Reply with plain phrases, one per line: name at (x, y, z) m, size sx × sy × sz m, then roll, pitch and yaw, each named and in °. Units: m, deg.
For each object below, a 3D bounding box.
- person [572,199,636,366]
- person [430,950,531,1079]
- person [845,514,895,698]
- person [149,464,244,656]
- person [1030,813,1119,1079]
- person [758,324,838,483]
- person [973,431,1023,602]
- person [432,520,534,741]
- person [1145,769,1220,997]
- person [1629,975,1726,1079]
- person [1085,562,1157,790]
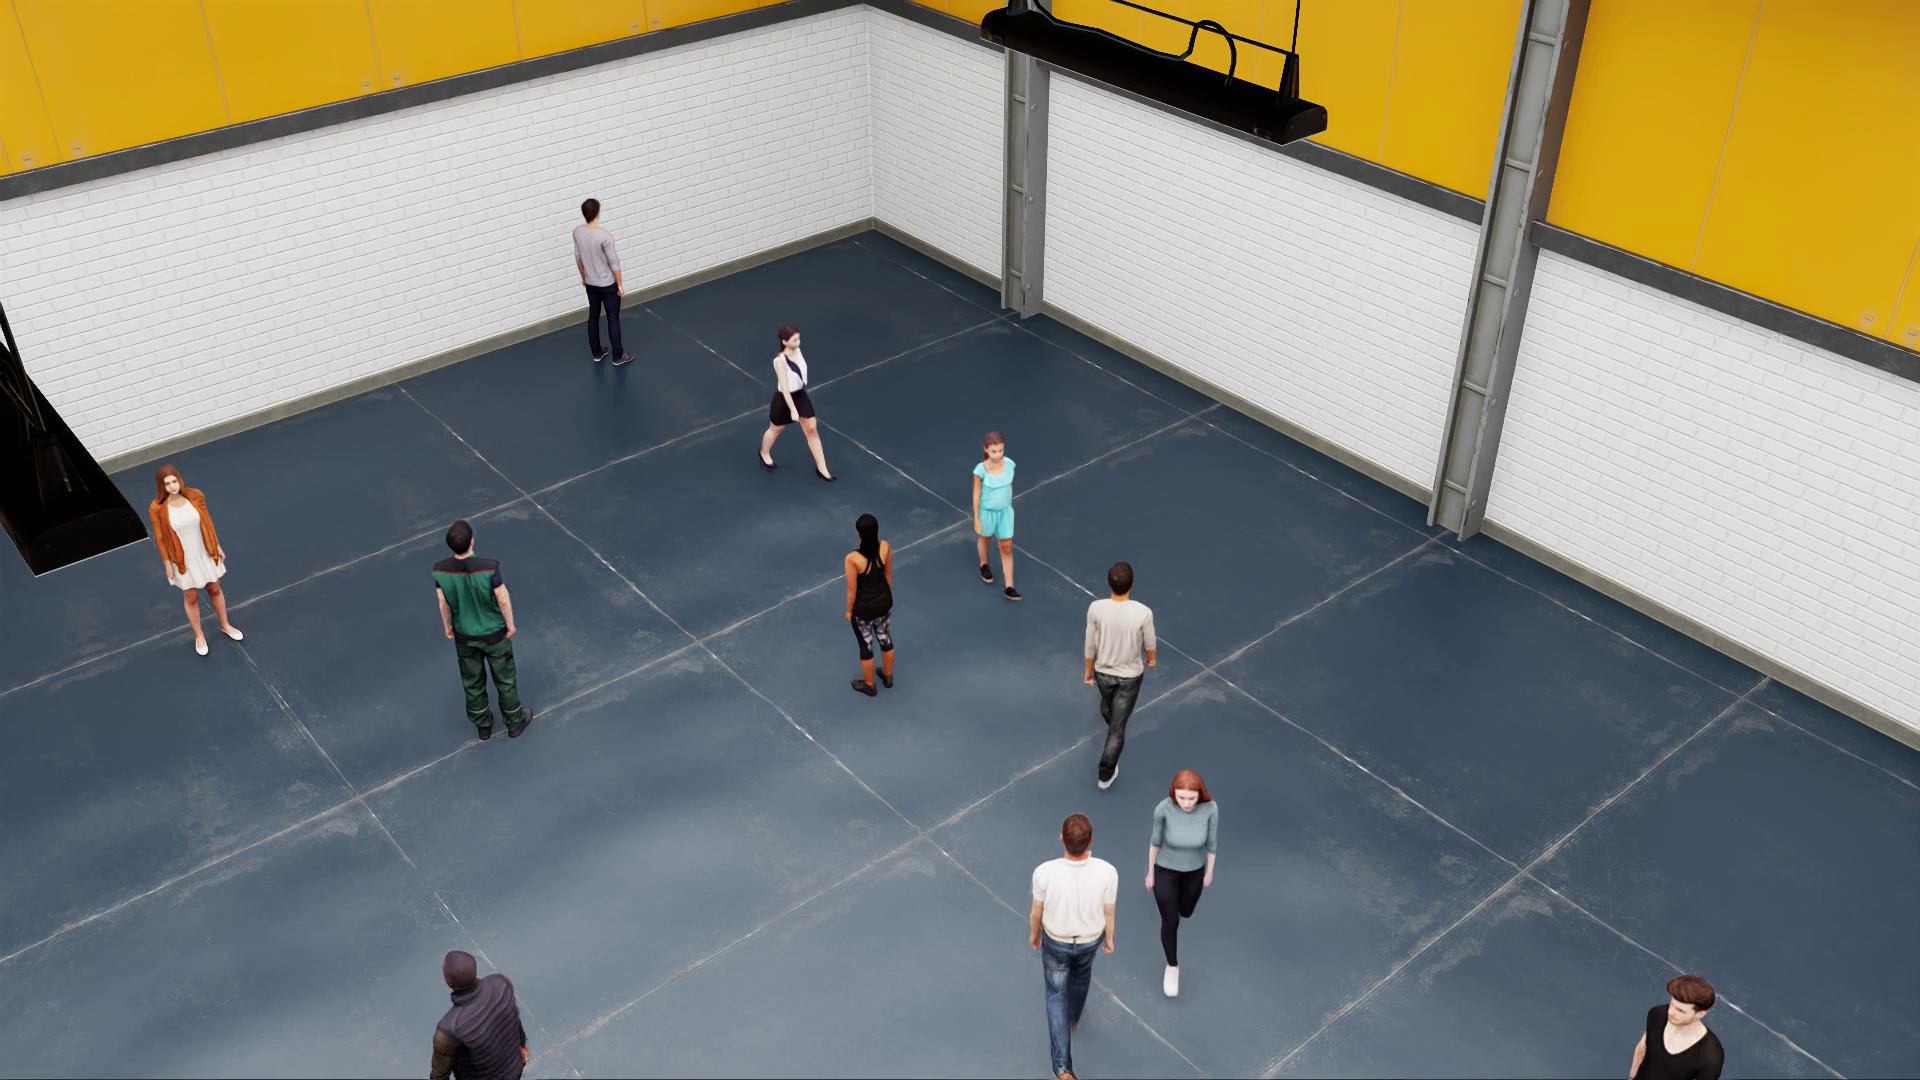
person at (-3.826, -2.749, 17.672) m, size 0.637 × 1.843 × 0.798 m, roll 14°, pitch 36°, yaw 20°
person at (-2.504, 2.968, 9.092) m, size 0.864 × 1.820 × 0.849 m, roll 11°, pitch 35°, yaw 15°
person at (-0.695, 0.491, 12.963) m, size 0.574 × 1.659 × 0.507 m, roll -23°, pitch 40°, yaw -30°
person at (-6.222, 0.119, 13.467) m, size 0.622 × 1.721 × 0.557 m, roll -27°, pitch 42°, yaw -34°
person at (0.659, 2.456, 9.864) m, size 1.122 × 1.817 × 1.230 m, roll 0°, pitch 34°, yaw 0°
person at (-1.676, -1.275, 15.676) m, size 1.158 × 1.597 × 0.836 m, roll 16°, pitch 37°, yaw 22°
person at (0.262, -0.278, 14.239) m, size 0.780 × 1.528 × 1.024 m, roll -11°, pitch 35°, yaw -15°
person at (-3.597, 0.679, 12.463) m, size 0.767 × 1.900 × 0.806 m, roll 0°, pitch 34°, yaw 0°
person at (1.386, 2.059, 10.550) m, size 0.960 × 1.720 × 1.062 m, roll 0°, pitch 34°, yaw 0°
person at (3.831, 3.040, 8.934) m, size 0.874 × 1.874 × 1.140 m, roll -16°, pitch 37°, yaw -23°
person at (1.132, 1.027, 12.065) m, size 1.158 × 1.761 × 1.087 m, roll 11°, pitch 35°, yaw 15°
